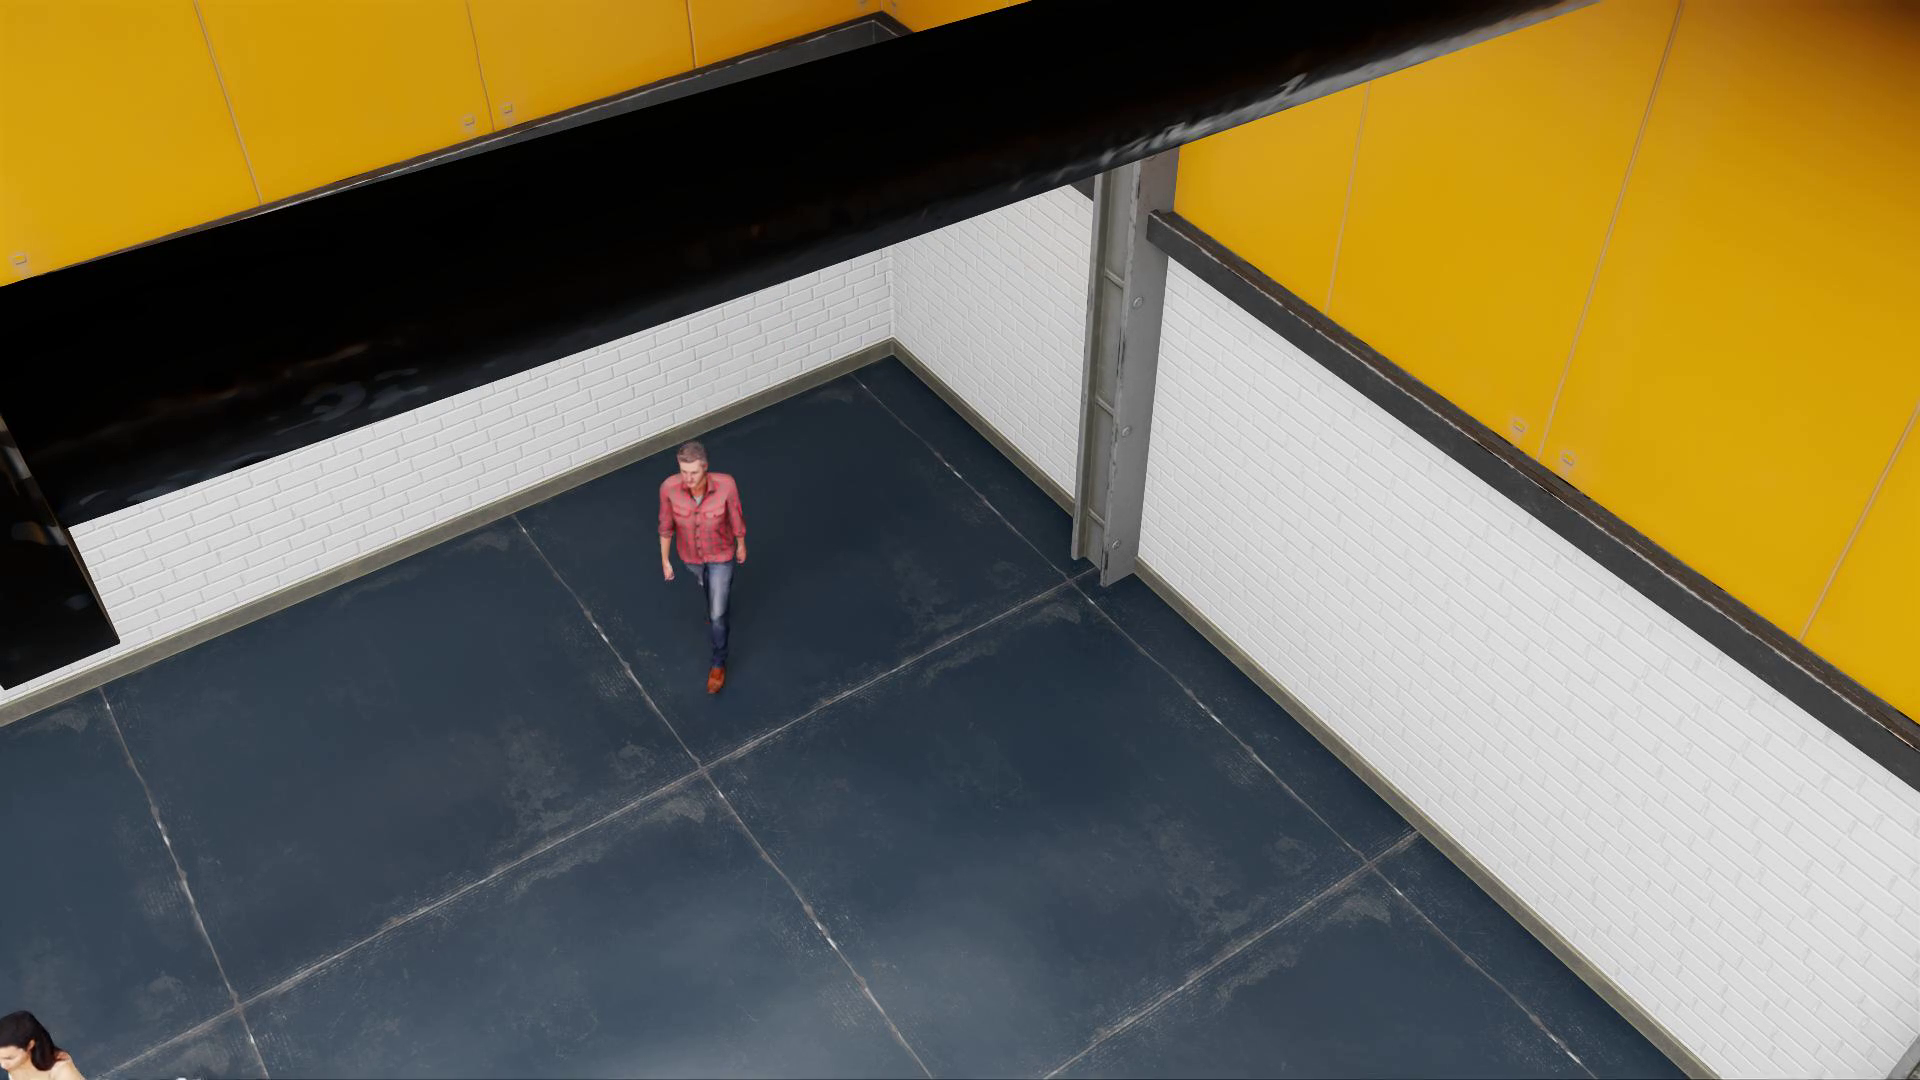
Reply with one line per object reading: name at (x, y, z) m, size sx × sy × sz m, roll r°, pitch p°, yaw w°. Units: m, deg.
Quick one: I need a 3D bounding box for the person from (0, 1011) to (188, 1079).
person at (-4.283, 2.738, 8.184) m, size 1.058 × 1.707 × 1.060 m, roll 11°, pitch 45°, yaw 11°

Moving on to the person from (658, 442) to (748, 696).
person at (-1.662, 0.023, 10.981) m, size 1.206 × 1.779 × 1.322 m, roll 3°, pitch 44°, yaw 3°
